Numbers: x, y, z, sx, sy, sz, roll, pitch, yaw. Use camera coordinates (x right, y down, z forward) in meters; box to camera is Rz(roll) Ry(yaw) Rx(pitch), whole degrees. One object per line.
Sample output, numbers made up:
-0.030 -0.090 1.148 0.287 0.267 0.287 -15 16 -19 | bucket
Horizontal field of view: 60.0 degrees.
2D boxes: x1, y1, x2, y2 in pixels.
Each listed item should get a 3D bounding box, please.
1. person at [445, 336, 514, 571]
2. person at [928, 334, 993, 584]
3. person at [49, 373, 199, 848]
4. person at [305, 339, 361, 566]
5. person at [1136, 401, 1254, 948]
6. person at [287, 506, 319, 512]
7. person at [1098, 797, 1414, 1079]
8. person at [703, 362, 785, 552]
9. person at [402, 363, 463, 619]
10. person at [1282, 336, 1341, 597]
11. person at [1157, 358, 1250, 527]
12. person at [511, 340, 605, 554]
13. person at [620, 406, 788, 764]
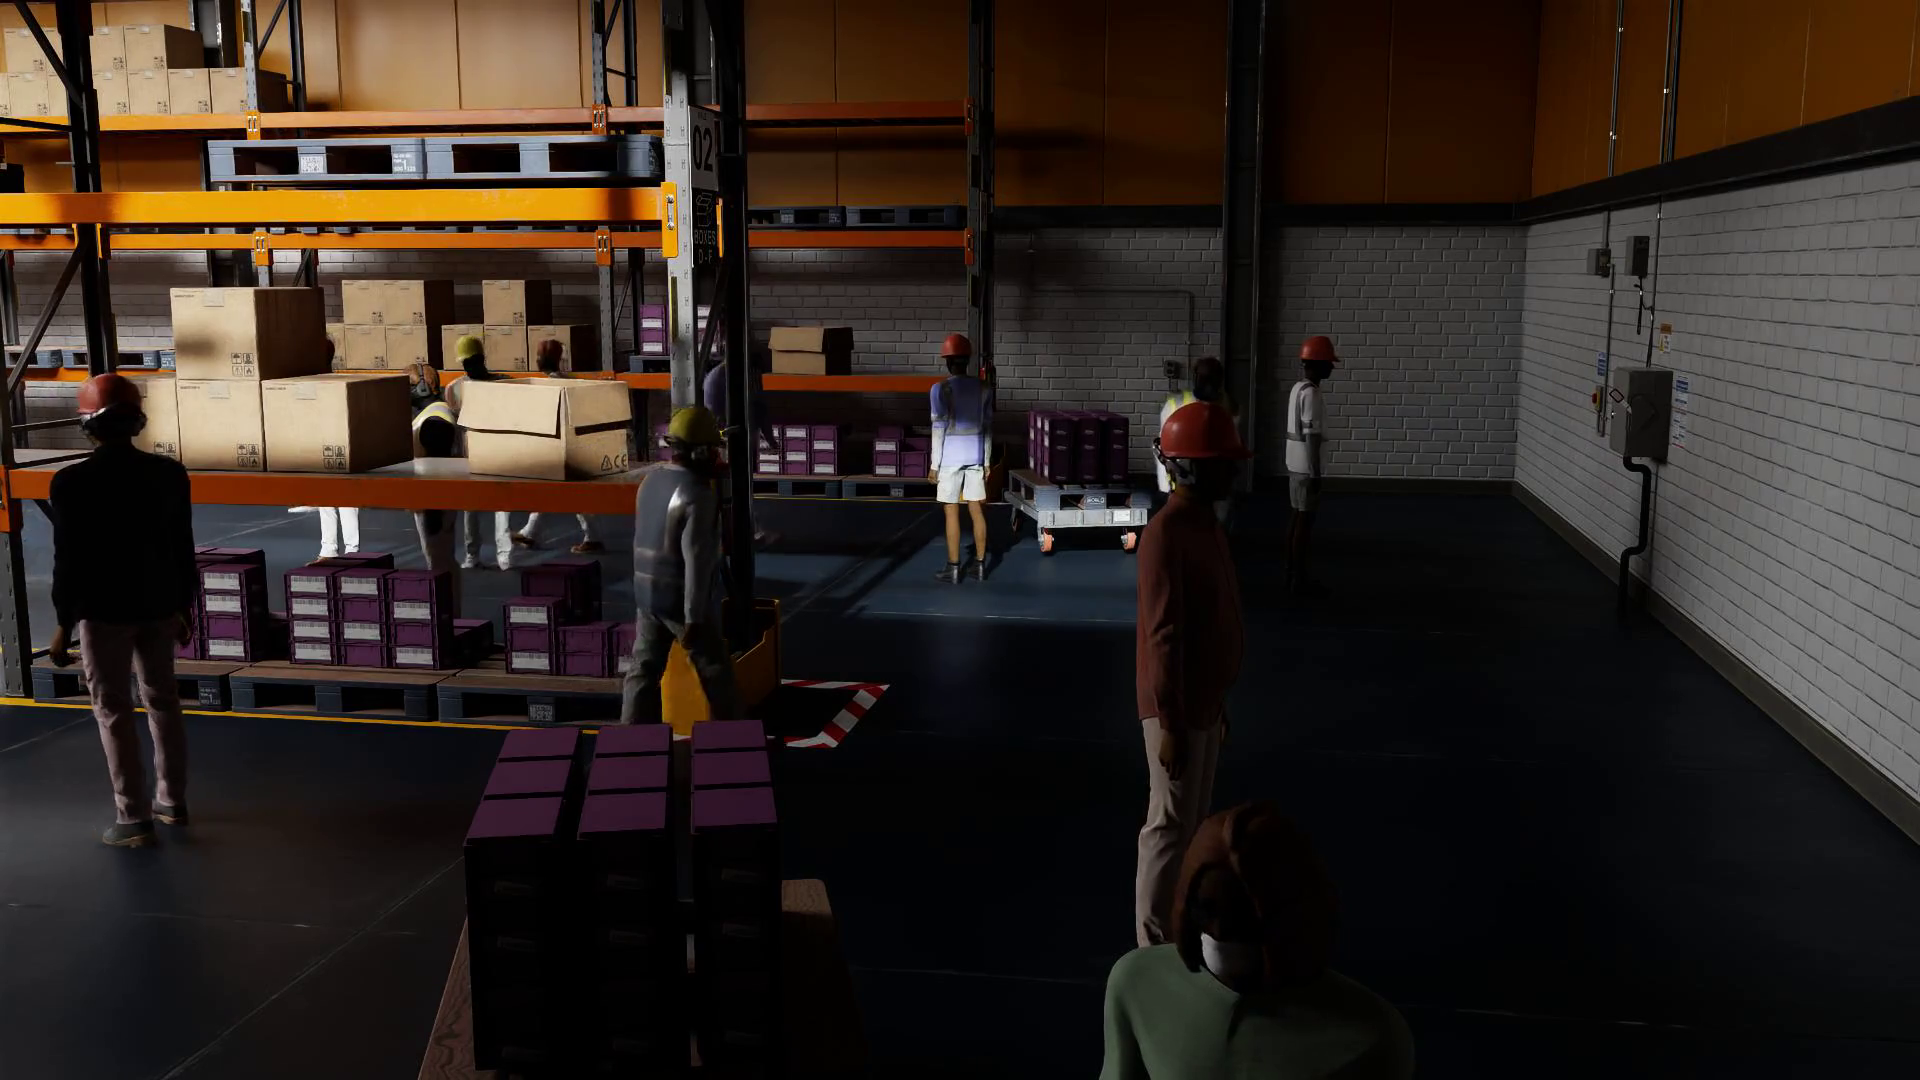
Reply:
-3.834 -0.689 13.448 0.620 1.894 0.413 -1 9 -9 | person
-0.013 -0.630 12.918 0.552 1.932 0.377 -6 11 -31 | person
-3.517 0.302 7.033 0.500 1.998 0.634 5 11 30 | person
-5.035 -0.666 13.304 0.584 1.881 0.337 5 11 30 | person
0.756 0.541 5.468 0.375 1.995 0.611 3 10 20 | person
-6.428 -1.180 16.640 0.607 1.845 0.511 -1 9 -7 | person
0.430 1.187 2.580 0.499 1.633 0.279 4 10 24 | person
-1.869 -0.851 14.434 1.001 1.887 0.636 5 10 29 | person
-3.398 -0.217 10.680 0.429 1.837 0.629 -4 10 -23 | person
2.631 -0.553 12.435 0.374 1.935 0.552 0 9 0 | person
1.731 -0.360 11.634 0.631 1.804 0.868 -1 9 -6 | person
-3.484 -0.783 14.200 0.976 1.832 0.596 1 9 7 | person
-1.251 0.265 7.832 0.905 1.777 0.599 -9 13 -43 | person
